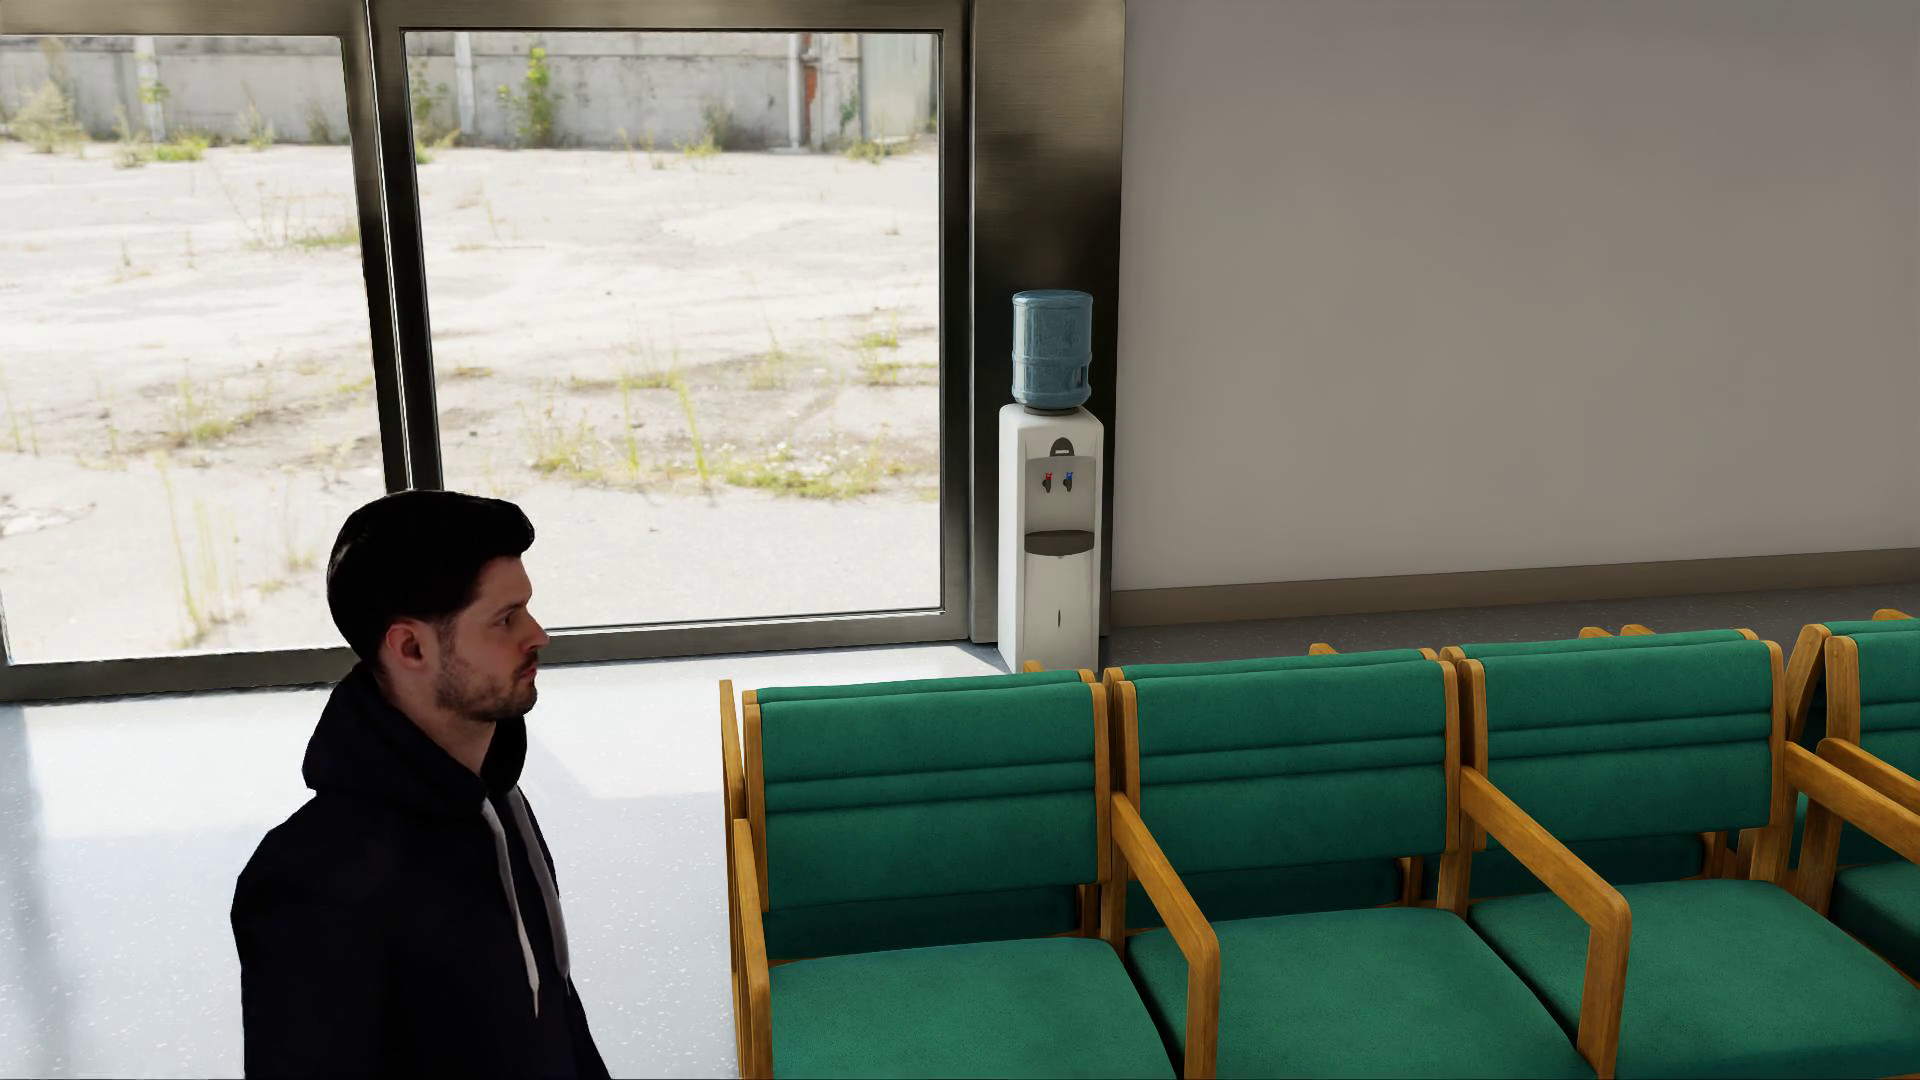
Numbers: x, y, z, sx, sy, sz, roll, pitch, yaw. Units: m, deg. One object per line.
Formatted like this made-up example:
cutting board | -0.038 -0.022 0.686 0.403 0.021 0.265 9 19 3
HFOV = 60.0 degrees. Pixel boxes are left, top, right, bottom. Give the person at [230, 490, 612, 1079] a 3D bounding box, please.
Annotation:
person | -0.730 0.865 2.023 0.875 1.853 1.081 0 16 0
